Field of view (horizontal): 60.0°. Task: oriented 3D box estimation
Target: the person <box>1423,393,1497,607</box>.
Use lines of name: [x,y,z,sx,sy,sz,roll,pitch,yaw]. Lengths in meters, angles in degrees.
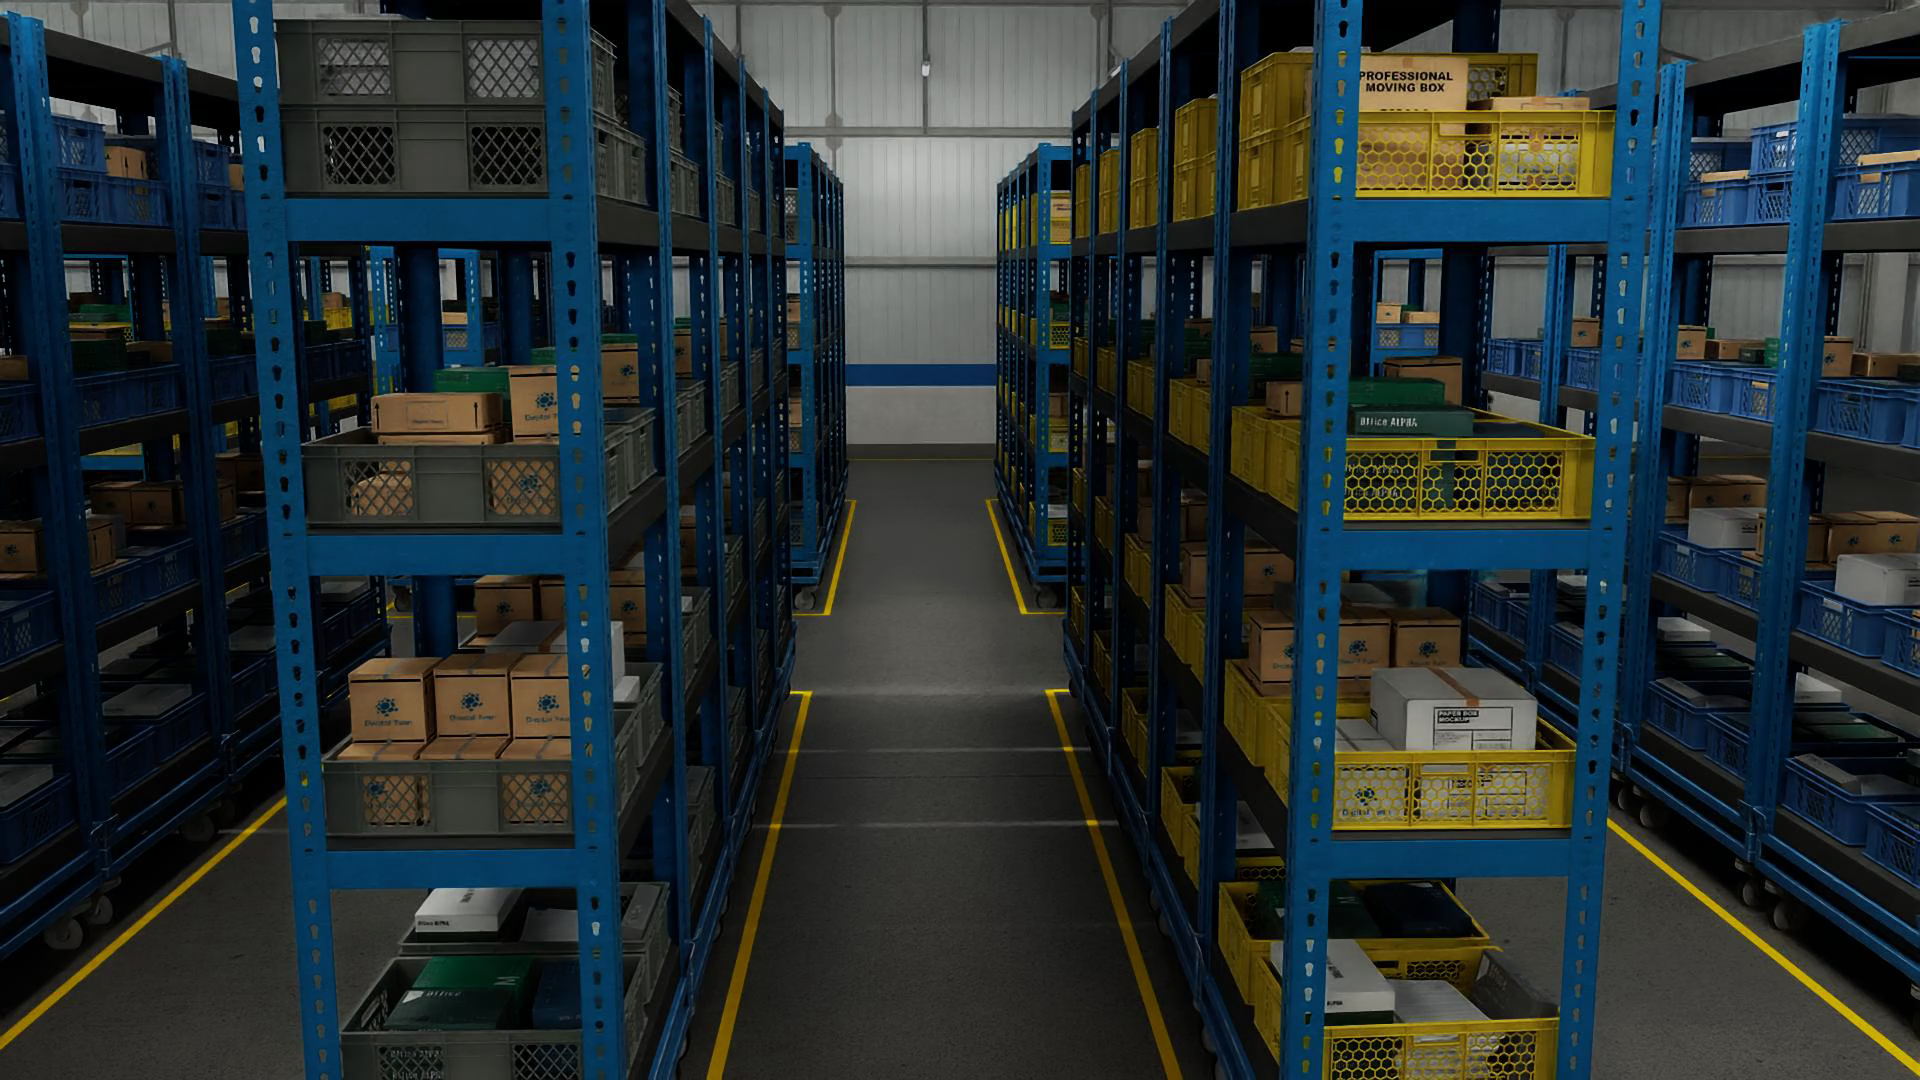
person: [3.607,-0.125,11.623,0.814,1.812,0.588,-1,9,-4]
